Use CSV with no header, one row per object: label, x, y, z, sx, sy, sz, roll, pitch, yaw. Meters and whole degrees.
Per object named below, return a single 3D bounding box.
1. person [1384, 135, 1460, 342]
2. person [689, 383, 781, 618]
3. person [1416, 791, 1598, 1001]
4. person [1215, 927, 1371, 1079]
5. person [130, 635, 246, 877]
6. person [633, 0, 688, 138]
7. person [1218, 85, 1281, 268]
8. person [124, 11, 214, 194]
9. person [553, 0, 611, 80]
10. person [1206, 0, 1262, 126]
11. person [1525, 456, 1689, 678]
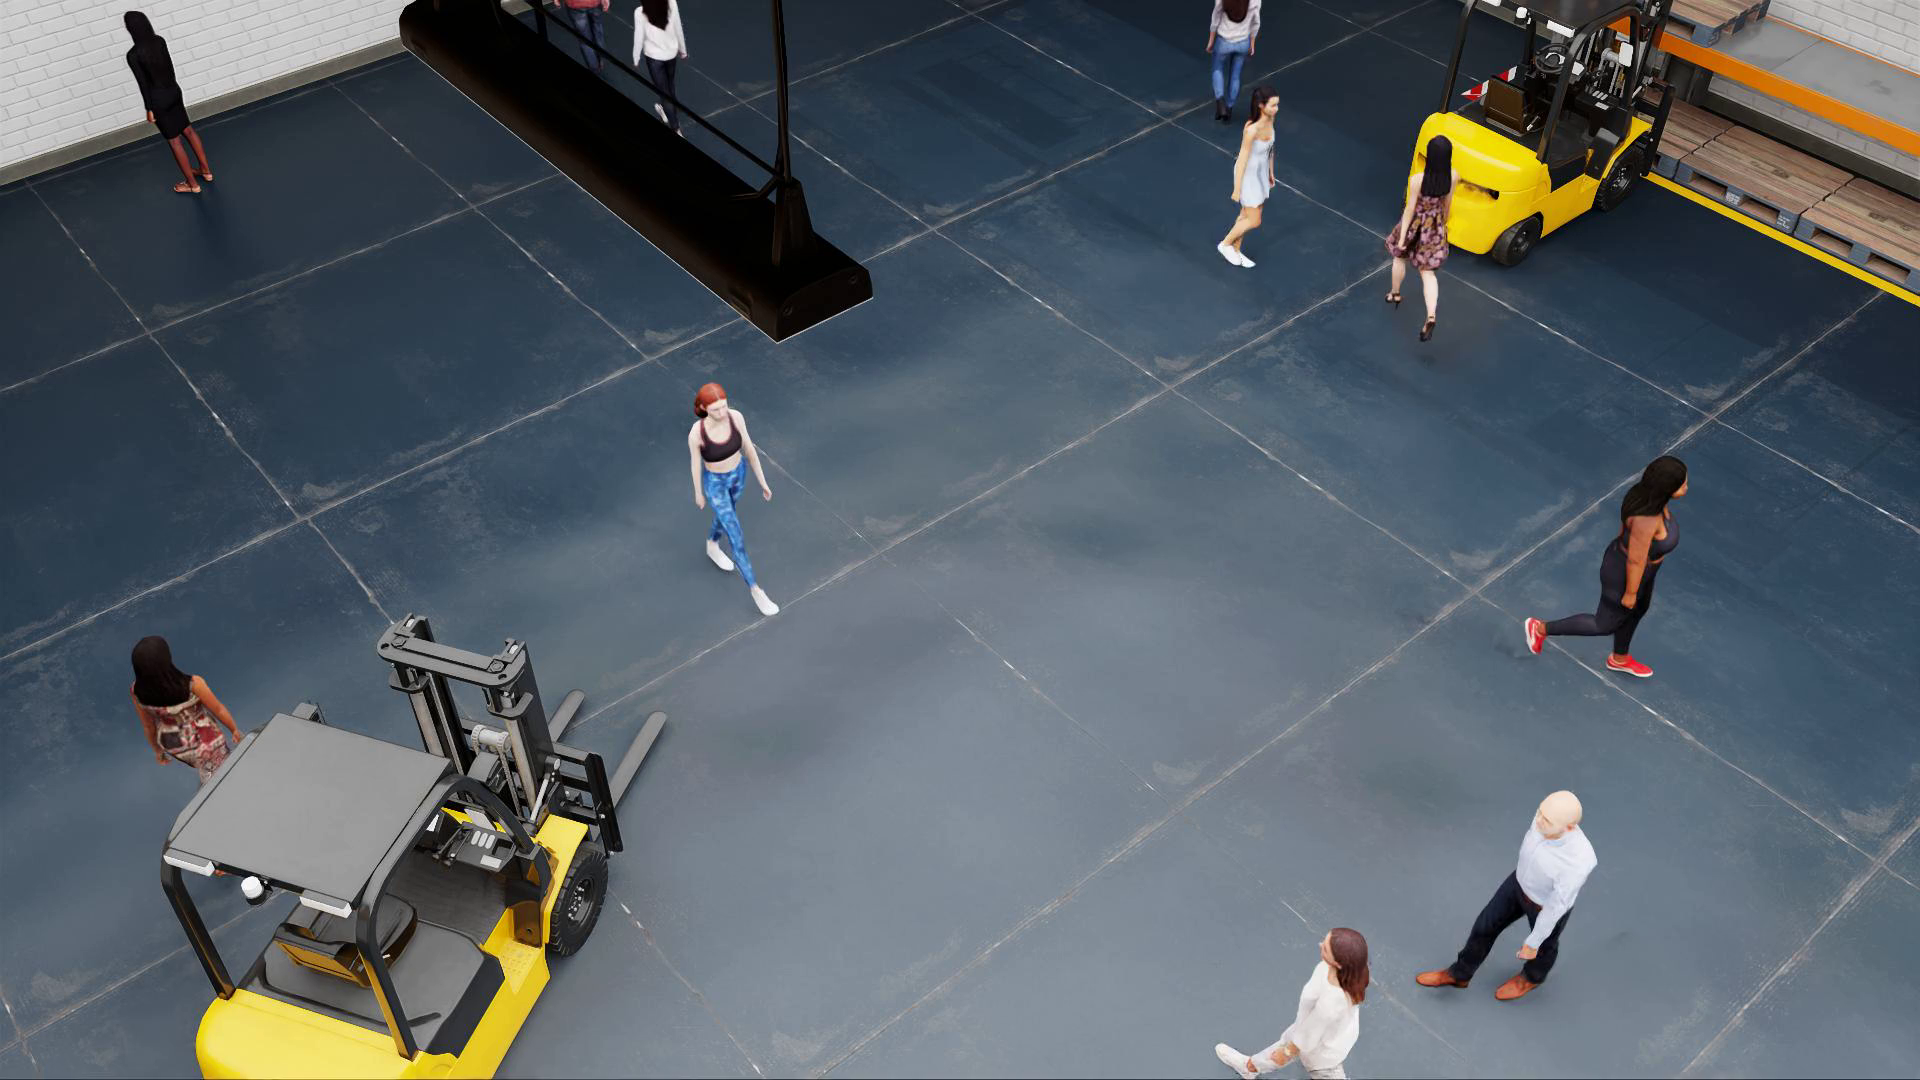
person,3.729,-2.392,13.302,0.985,1.743,1.211,-8,44,-8
person,-1.620,-0.383,11.196,0.588,1.738,1.142,-31,52,-29
person,3.126,1.896,8.788,0.938,1.761,0.986,-14,45,-14
person,1.891,2.490,8.246,1.140,1.649,0.900,18,47,18
person,-4.430,1.240,9.591,1.017,1.603,1.195,-4,44,-4
person,-2.752,-4.498,15.555,0.647,1.685,0.849,-31,51,-28
person,2.377,-3.085,14.047,0.717,1.718,0.678,21,48,21
person,-7.154,-3.947,14.950,0.685,1.721,0.679,11,45,12
person,-3.664,-5.265,16.272,0.771,1.806,0.984,-23,48,-22
person,2.591,-4.656,15.768,0.799,1.618,0.857,1,44,1
person,4.156,0.186,10.559,1.205,1.793,0.989,15,46,15
